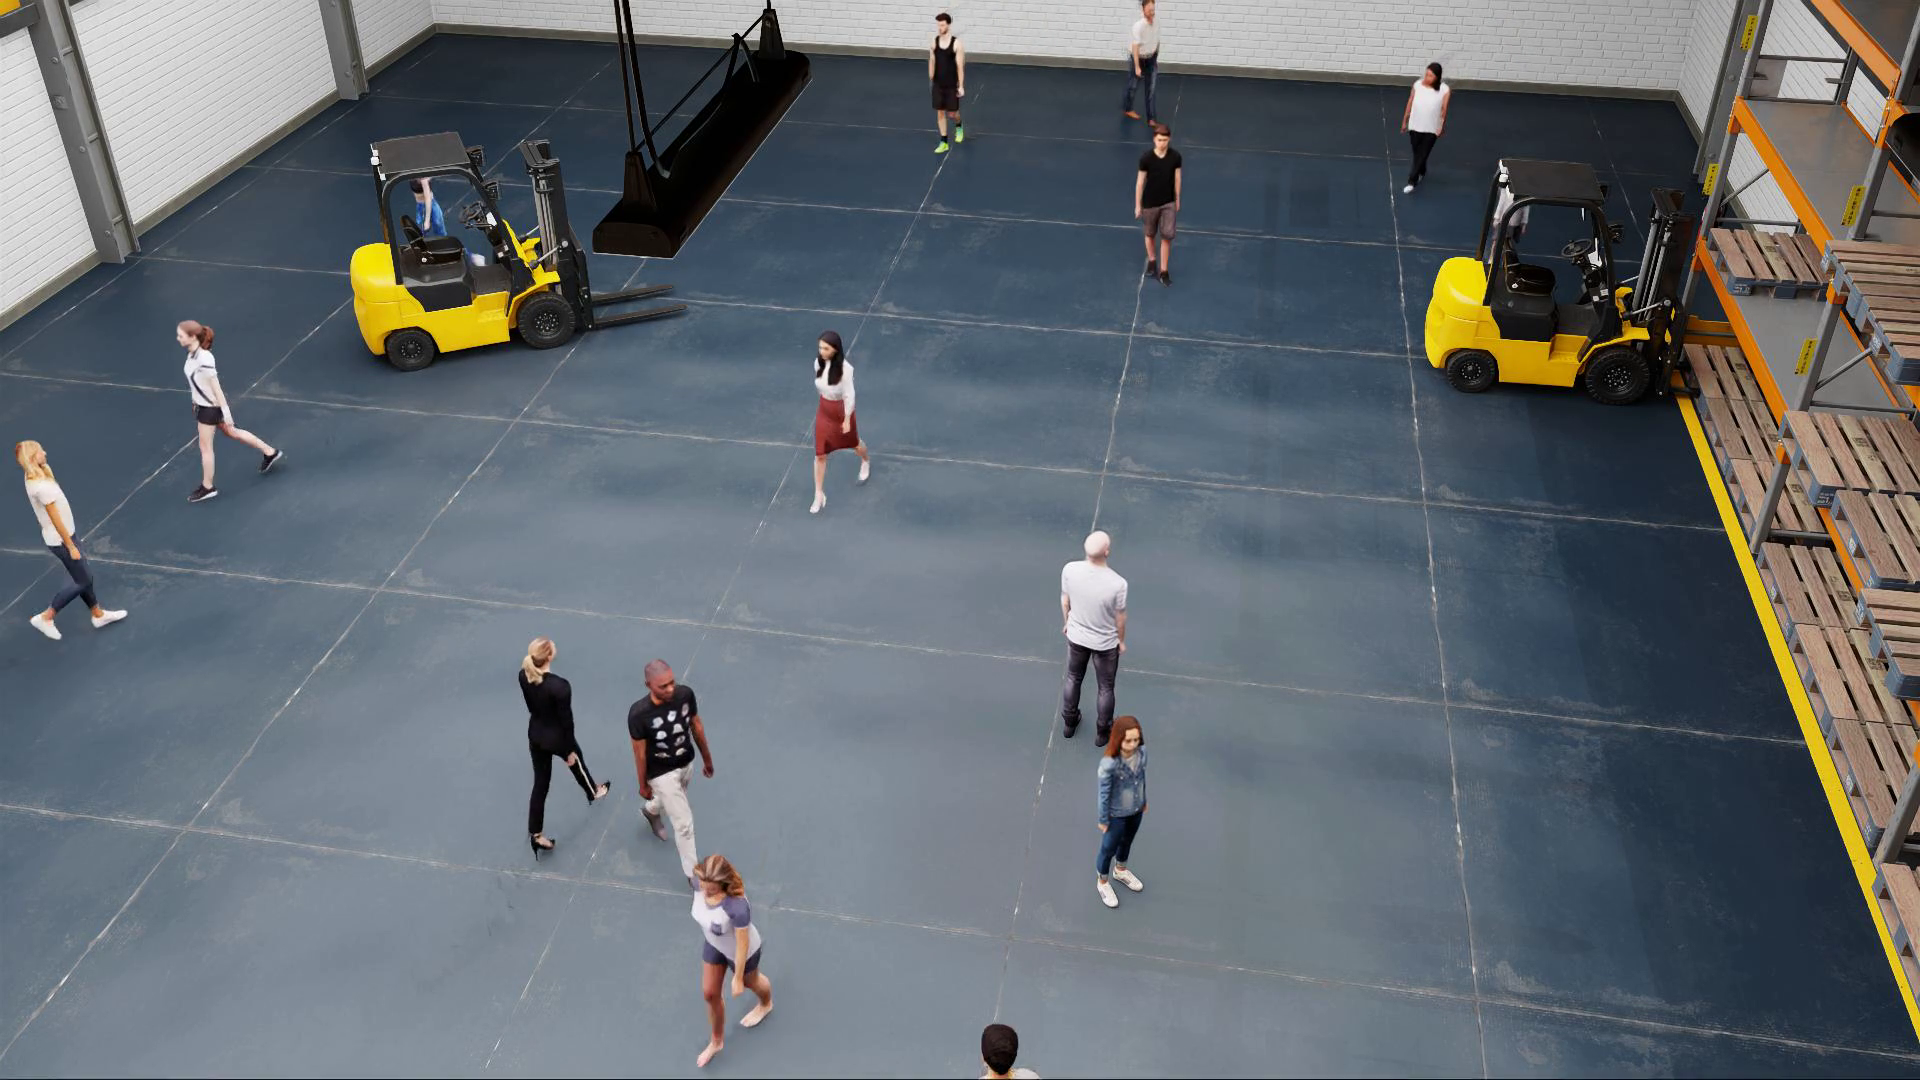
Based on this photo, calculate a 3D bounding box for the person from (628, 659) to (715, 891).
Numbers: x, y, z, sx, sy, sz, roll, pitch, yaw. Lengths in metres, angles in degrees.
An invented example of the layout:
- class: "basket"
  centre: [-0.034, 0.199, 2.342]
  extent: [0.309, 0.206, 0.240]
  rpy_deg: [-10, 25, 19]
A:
- class: "person"
  centre: [-1.982, 1.487, 11.141]
  extent: [1.233, 1.771, 1.194]
  rpy_deg: [-29, 43, -36]

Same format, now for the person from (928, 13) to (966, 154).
- class: "person"
  centre: [-0.154, -6.244, 22.673]
  extent: [0.800, 1.882, 0.908]
  rpy_deg: [14, 36, 20]

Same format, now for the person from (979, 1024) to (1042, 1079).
- class: "person"
  centre: [0.216, 3.203, 8.618]
  extent: [0.815, 1.707, 0.936]
  rpy_deg: [-10, 35, -15]

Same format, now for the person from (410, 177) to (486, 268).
- class: "person"
  centre: [-5.952, -3.689, 18.944]
  extent: [1.120, 1.755, 1.008]
  rpy_deg: [-26, 42, -33]

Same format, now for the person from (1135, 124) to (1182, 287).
- class: "person"
  centre: [2.293, -3.940, 19.247]
  extent: [0.798, 1.838, 0.995]
  rpy_deg: [0, 34, 0]

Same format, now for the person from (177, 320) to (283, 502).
- class: "person"
  centre: [-6.790, -1.242, 15.302]
  extent: [1.185, 1.711, 1.079]
  rpy_deg: [-24, 40, -31]

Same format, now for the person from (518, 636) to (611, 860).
- class: "person"
  centre: [-2.830, 1.431, 11.327]
  extent: [0.836, 1.659, 1.145]
  rpy_deg: [15, 37, 22]

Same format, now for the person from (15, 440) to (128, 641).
- class: "person"
  centre: [-7.270, 0.035, 13.301]
  extent: [0.998, 1.798, 0.944]
  rpy_deg: [-21, 39, -28]

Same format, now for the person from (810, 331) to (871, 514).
- class: "person"
  centre: [-1.066, -1.132, 15.142]
  extent: [0.869, 1.704, 1.185]
  rpy_deg: [18, 38, 25]

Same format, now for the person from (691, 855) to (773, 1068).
- class: "person"
  centre: [-1.318, 2.370, 9.903]
  extent: [0.851, 1.671, 0.987]
  rpy_deg: [28, 43, 35]

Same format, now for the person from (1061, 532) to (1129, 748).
- class: "person"
  centre: [0.976, 0.719, 12.242]
  extent: [0.721, 1.832, 0.690]
  rpy_deg: [16, 37, 22]

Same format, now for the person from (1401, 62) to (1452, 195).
- class: "person"
  centre: [6.049, -5.365, 21.564]
  extent: [0.994, 1.645, 1.202]
  rpy_deg: [23, 40, 31]

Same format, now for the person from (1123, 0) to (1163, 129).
- class: "person"
  centre: [2.569, -6.792, 23.572]
  extent: [1.122, 1.798, 1.288]
  rpy_deg: [-19, 38, -26]

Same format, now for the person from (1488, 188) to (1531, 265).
- class: "person"
  centre: [6.440, -3.754, 19.478]
  extent: [0.542, 1.272, 0.532]
  rpy_deg: [4, 34, 7]

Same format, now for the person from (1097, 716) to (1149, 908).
- class: "person"
  centre: [1.071, 1.763, 10.993]
  extent: [0.628, 1.476, 0.705]
  rpy_deg: [-25, 41, -32]
